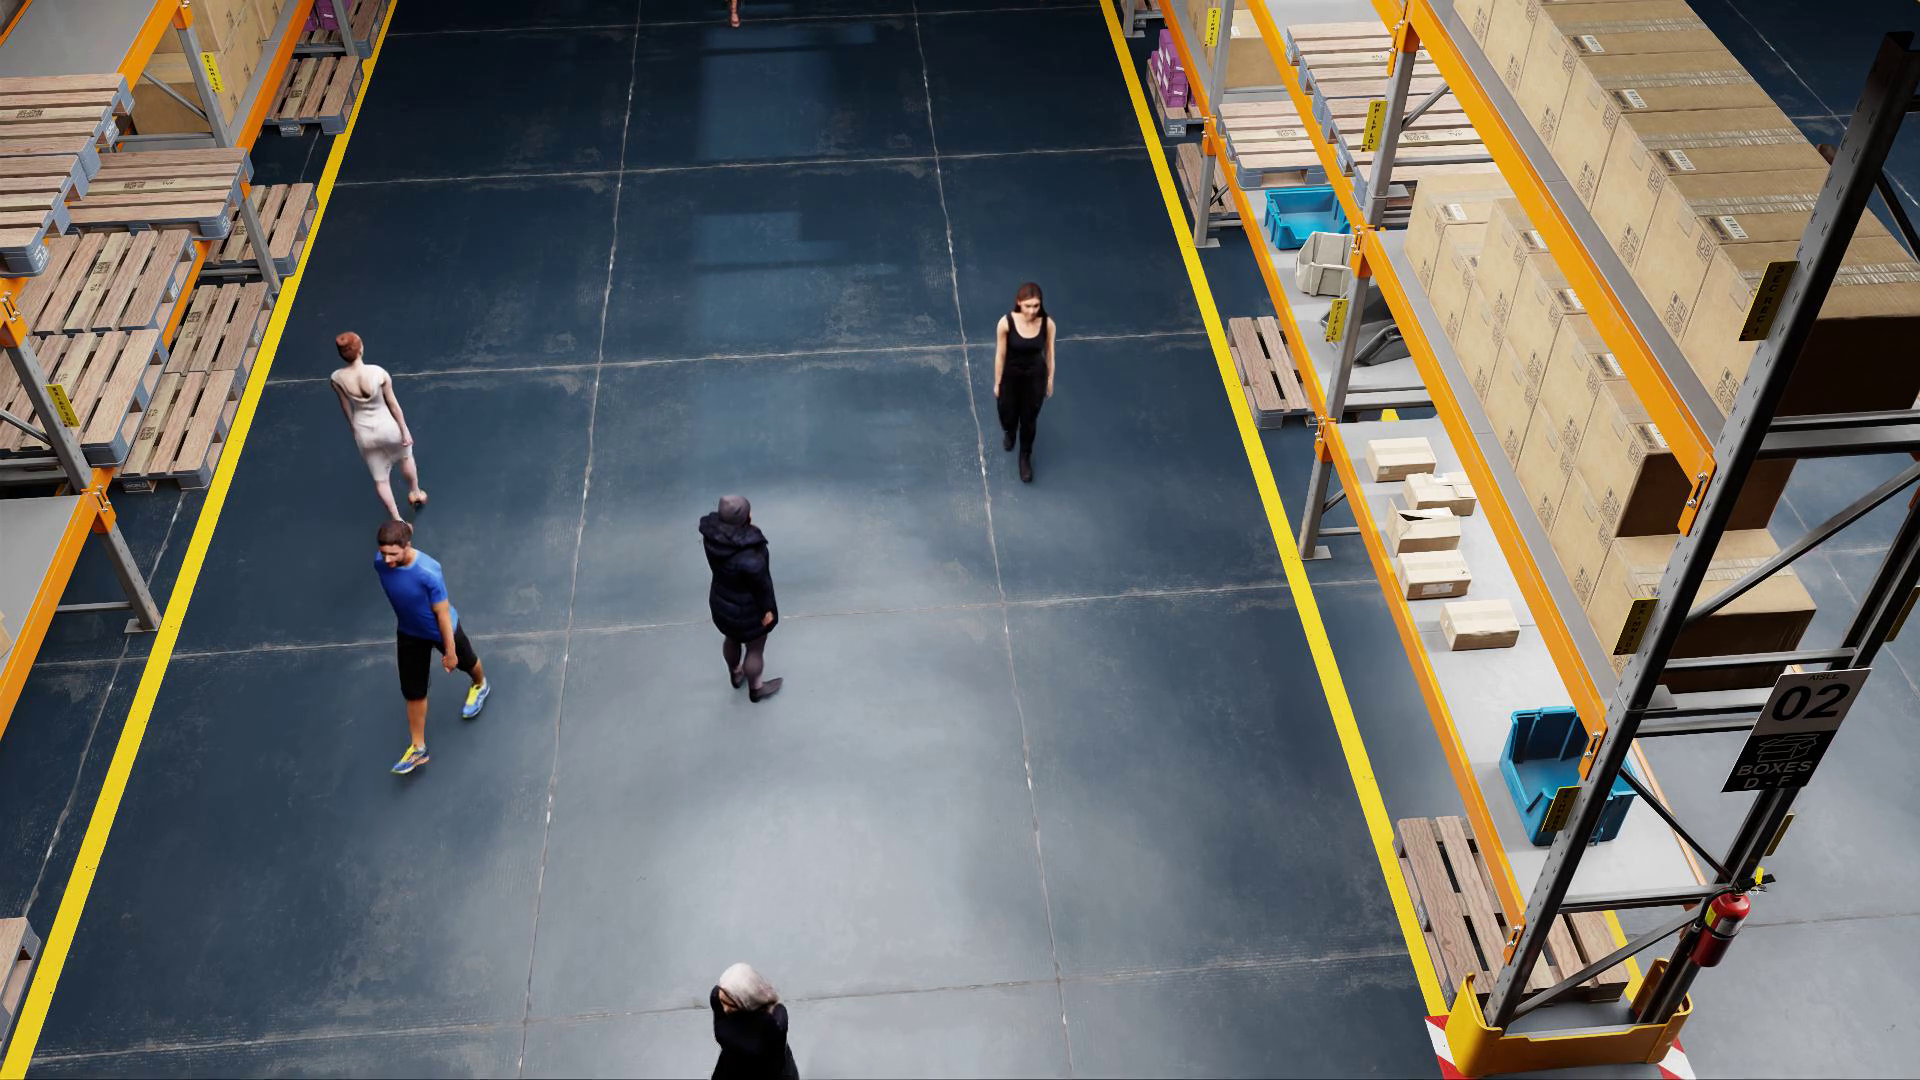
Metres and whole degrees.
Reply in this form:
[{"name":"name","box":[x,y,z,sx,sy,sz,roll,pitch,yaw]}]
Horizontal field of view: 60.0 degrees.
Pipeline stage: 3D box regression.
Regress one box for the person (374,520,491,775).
[{"name":"person","box":[-3.219,0.490,10.256,0.905,1.825,1.241,11,45,11]}]

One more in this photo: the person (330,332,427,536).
[{"name":"person","box":[-4.036,-0.656,11.494,0.588,1.777,0.725,-3,44,-3]}]

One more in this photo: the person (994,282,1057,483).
[{"name":"person","box":[0.451,-1.207,12.145,0.594,1.677,0.718,-2,44,-2]}]

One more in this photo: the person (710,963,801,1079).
[{"name":"person","box":[-0.967,2.526,8.185,0.728,1.735,0.851,14,45,14]}]

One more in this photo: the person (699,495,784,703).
[{"name":"person","box":[-1.382,0.373,10.487,0.782,1.676,0.849,33,52,30]}]
